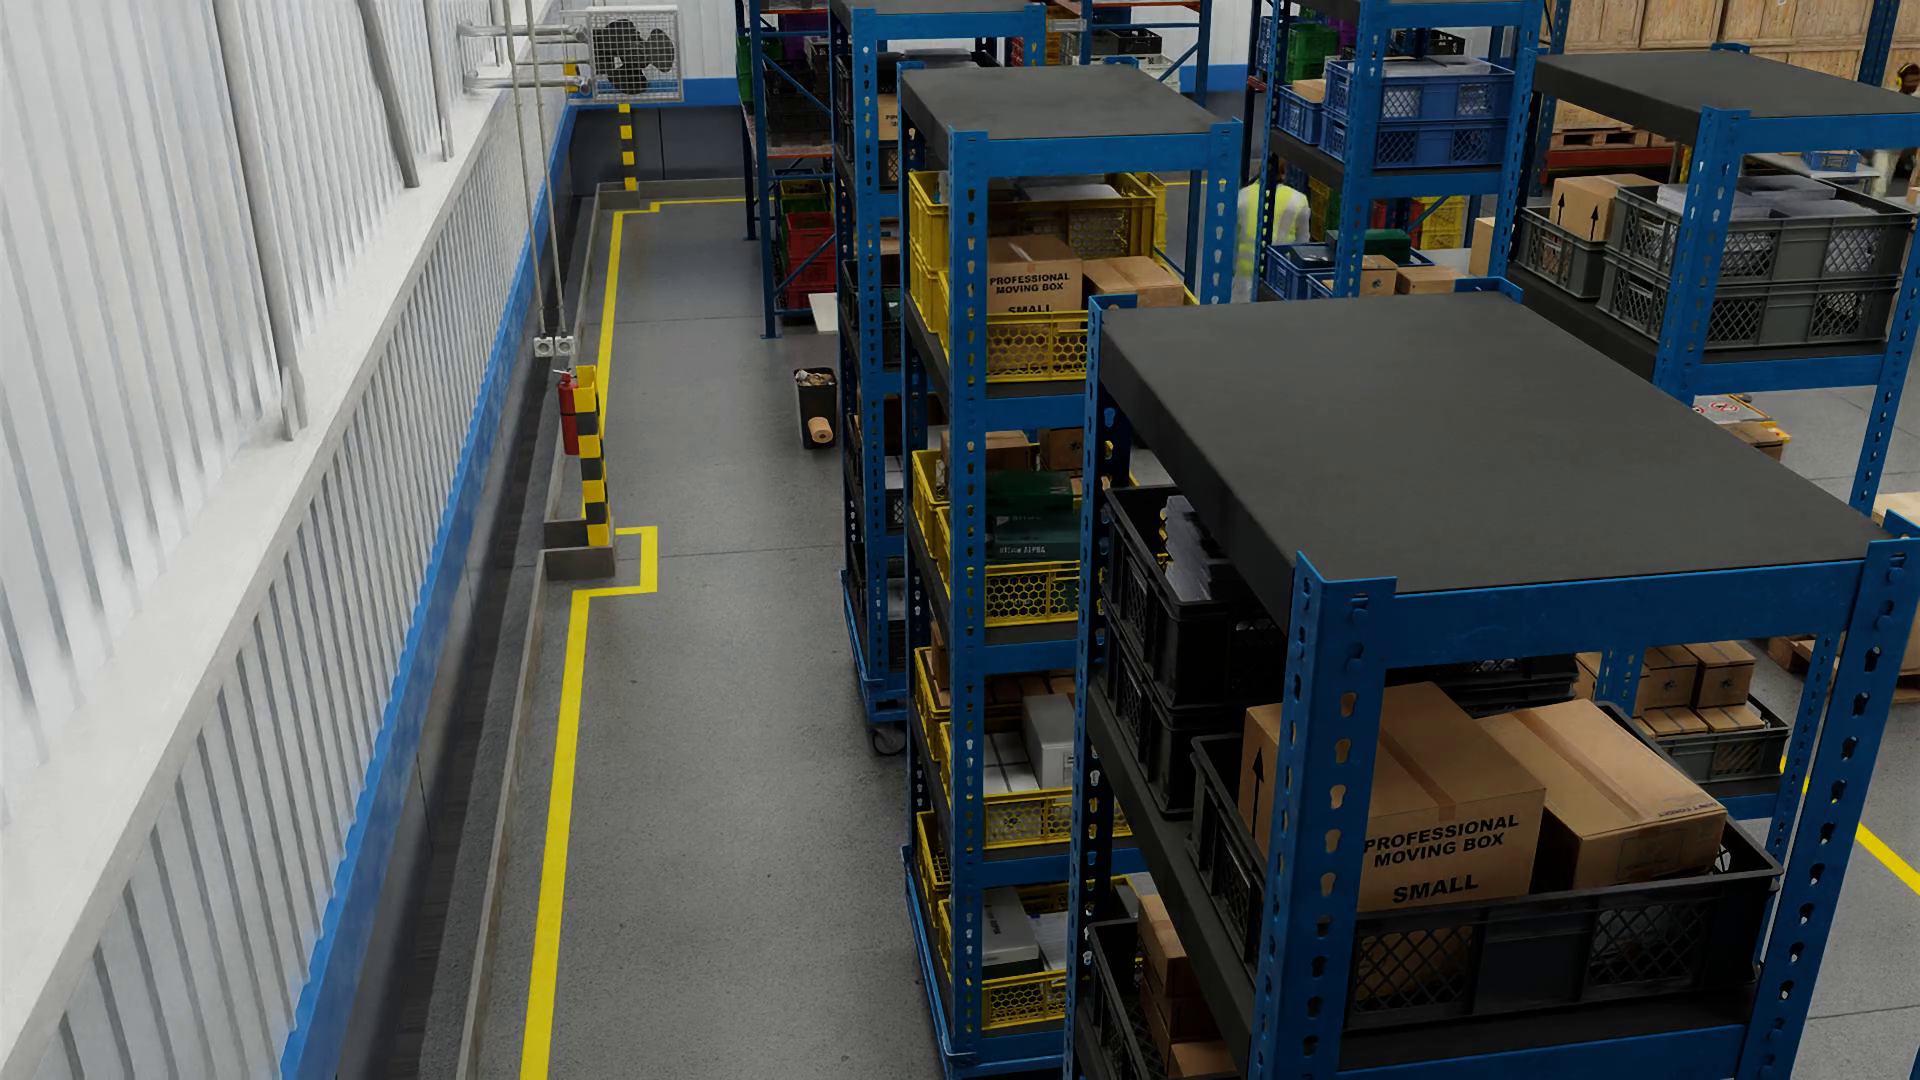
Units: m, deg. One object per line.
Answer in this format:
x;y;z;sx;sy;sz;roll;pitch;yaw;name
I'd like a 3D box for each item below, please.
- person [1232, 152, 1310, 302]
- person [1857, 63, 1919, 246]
2.419;-2.158;13.172;0.622;1.782;0.967;14;28;28;person
9.502;-3.998;17.122;0.534;1.831;0.687;-6;25;-13;person
